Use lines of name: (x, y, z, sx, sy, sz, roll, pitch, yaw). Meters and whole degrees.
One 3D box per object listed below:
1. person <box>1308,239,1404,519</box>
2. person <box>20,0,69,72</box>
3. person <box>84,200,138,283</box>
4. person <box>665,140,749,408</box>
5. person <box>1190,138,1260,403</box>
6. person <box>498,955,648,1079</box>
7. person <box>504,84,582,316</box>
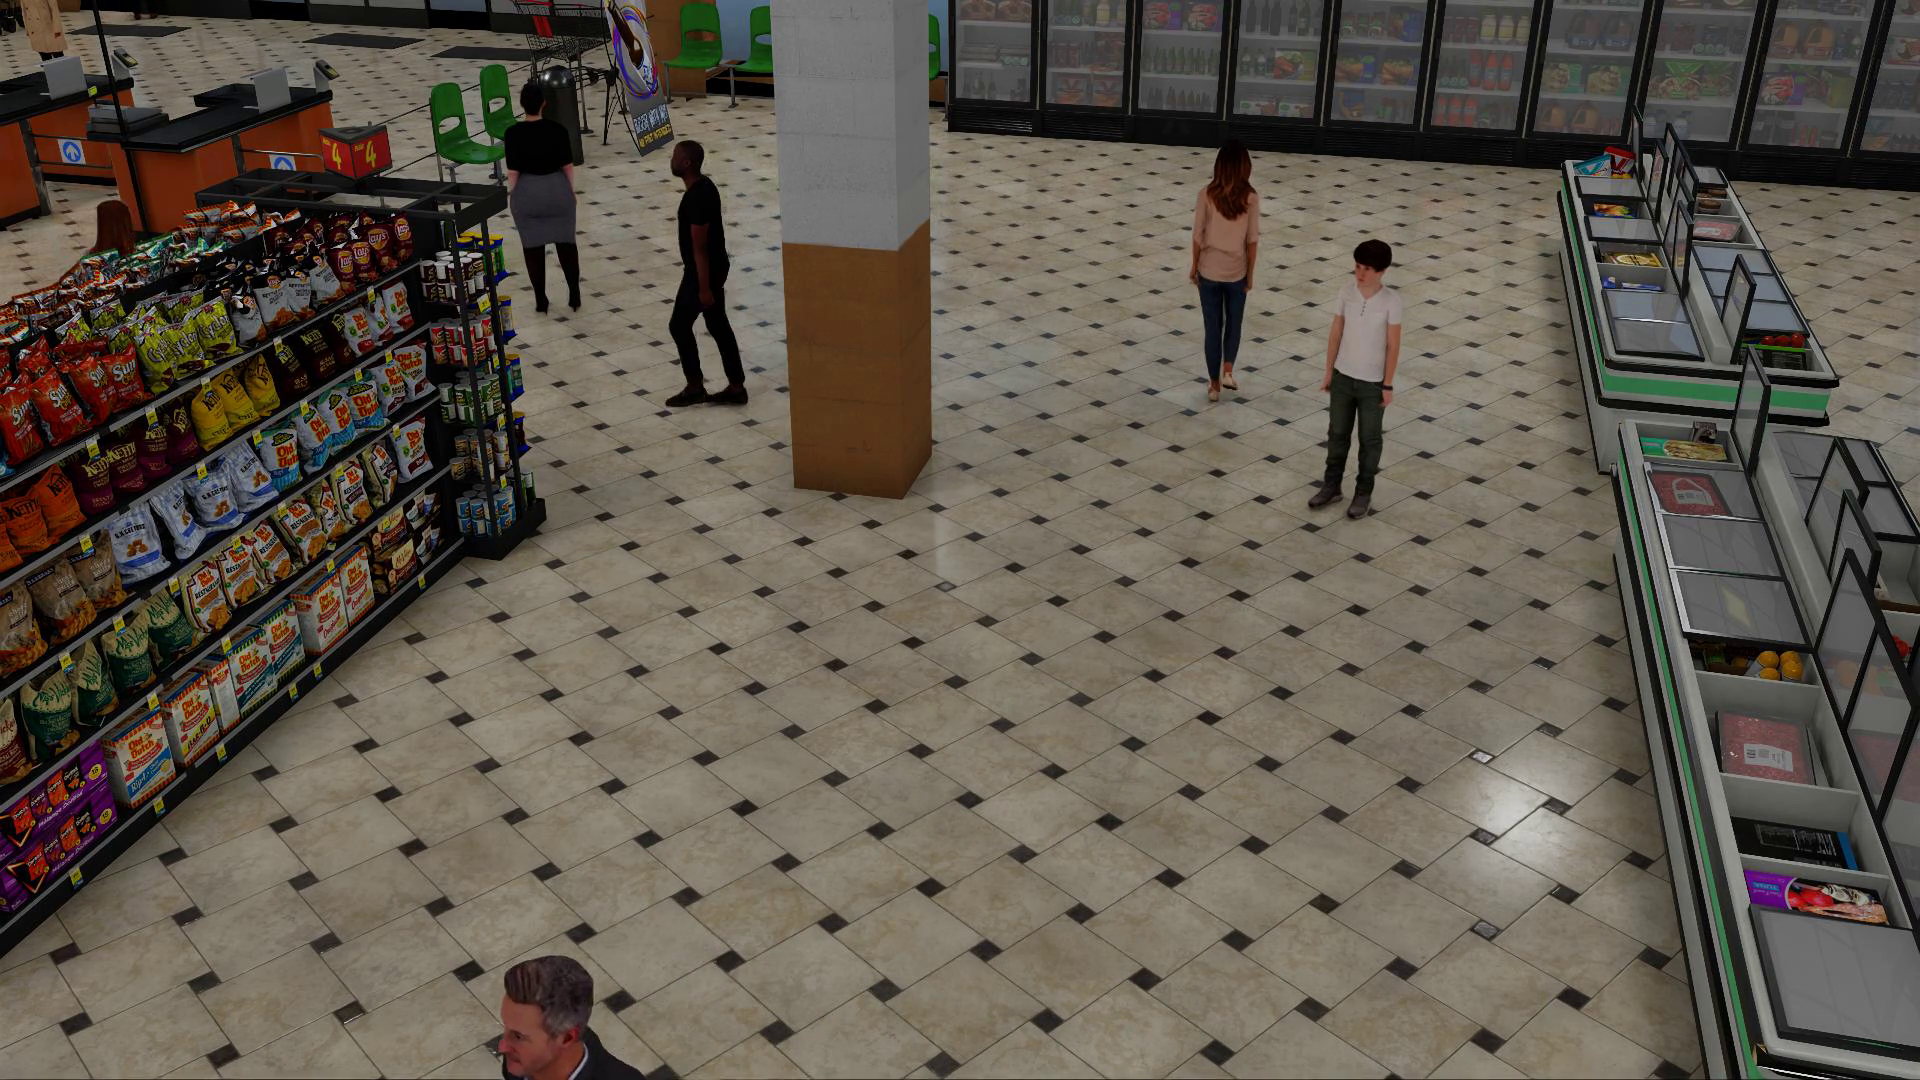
person: (2.320, -0.935, 9.611, 0.647, 1.653, 0.643, 18, 32, 32)
person: (-10.790, -6.023, 19.613, 0.641, 1.682, 0.511, 6, 28, 12)
person: (-5.019, -1.155, 10.047, 0.678, 1.651, 1.126, 5, 27, 10)
person: (-1.603, -1.733, 11.023, 0.852, 1.800, 0.819, 0, 27, -1)
person: (1.745, -1.749, 11.078, 0.634, 1.779, 0.669, 3, 27, 6)
person: (-0.845, 1.744, 4.178, 1.333, 1.790, 1.167, -22, 34, -36)
person: (-3.205, -2.612, 12.803, 0.782, 1.758, 0.808, -9, 28, -17)
